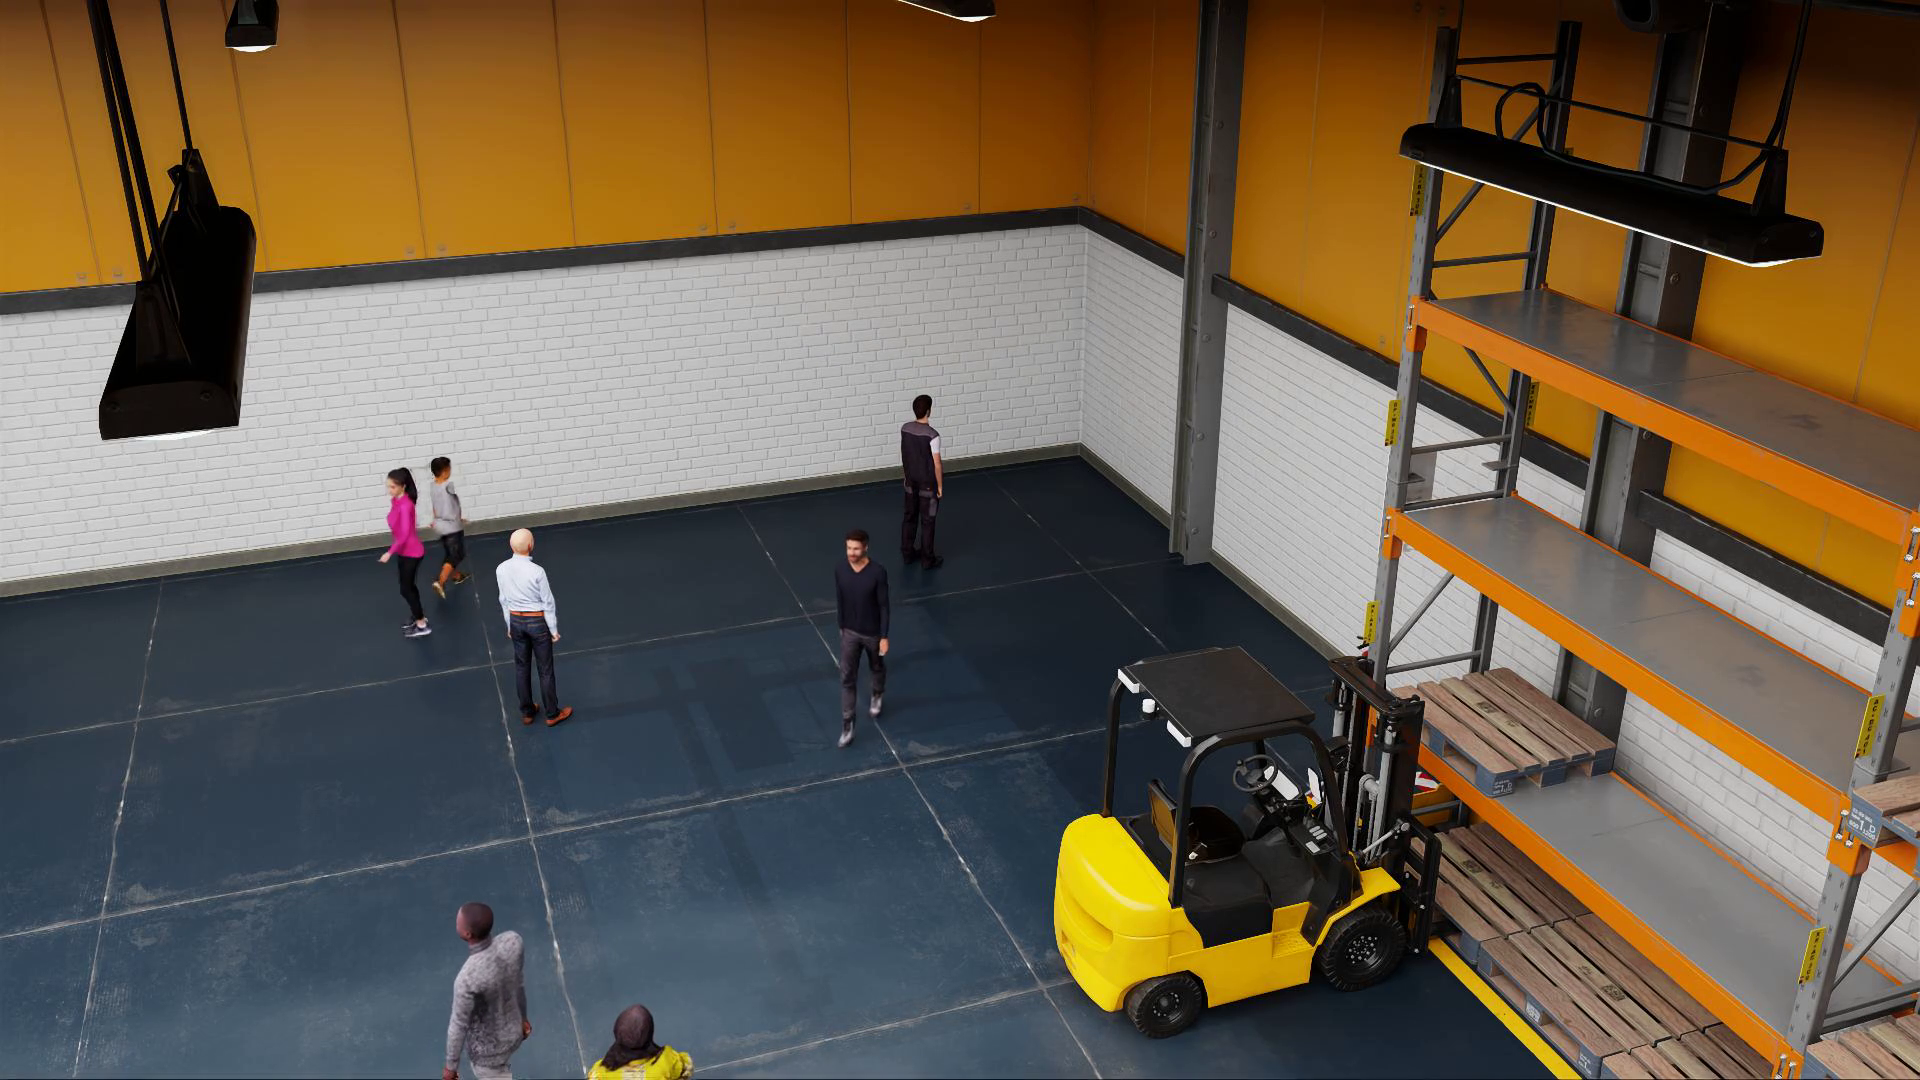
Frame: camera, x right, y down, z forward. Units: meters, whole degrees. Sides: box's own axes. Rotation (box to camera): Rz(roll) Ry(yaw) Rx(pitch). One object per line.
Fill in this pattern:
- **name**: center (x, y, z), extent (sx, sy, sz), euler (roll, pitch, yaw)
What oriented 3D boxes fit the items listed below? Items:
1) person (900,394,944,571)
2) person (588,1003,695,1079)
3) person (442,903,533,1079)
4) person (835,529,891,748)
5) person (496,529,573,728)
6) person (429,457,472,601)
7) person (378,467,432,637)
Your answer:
- **person**: center (-0.406, -0.601, 17.057), extent (0.705, 1.847, 0.789), euler (14, 27, 29)
- **person**: center (-1.636, 3.139, 8.730), extent (0.887, 1.662, 0.837), euler (-2, 24, -4)
- **person**: center (-2.514, 2.820, 9.260), extent (0.905, 1.822, 0.819), euler (5, 24, 12)
- **person**: center (-0.781, 0.750, 13.996), extent (1.067, 1.821, 1.289), euler (5, 24, 11)
- **person**: center (-3.626, 0.738, 14.062), extent (0.734, 1.792, 0.753), euler (5, 24, 11)
- **person**: center (-5.127, -0.163, 16.564), extent (0.908, 1.438, 1.030), euler (7, 25, 16)
- **person**: center (-5.111, 0.133, 15.591), extent (0.755, 1.674, 0.676), euler (-9, 25, -19)
